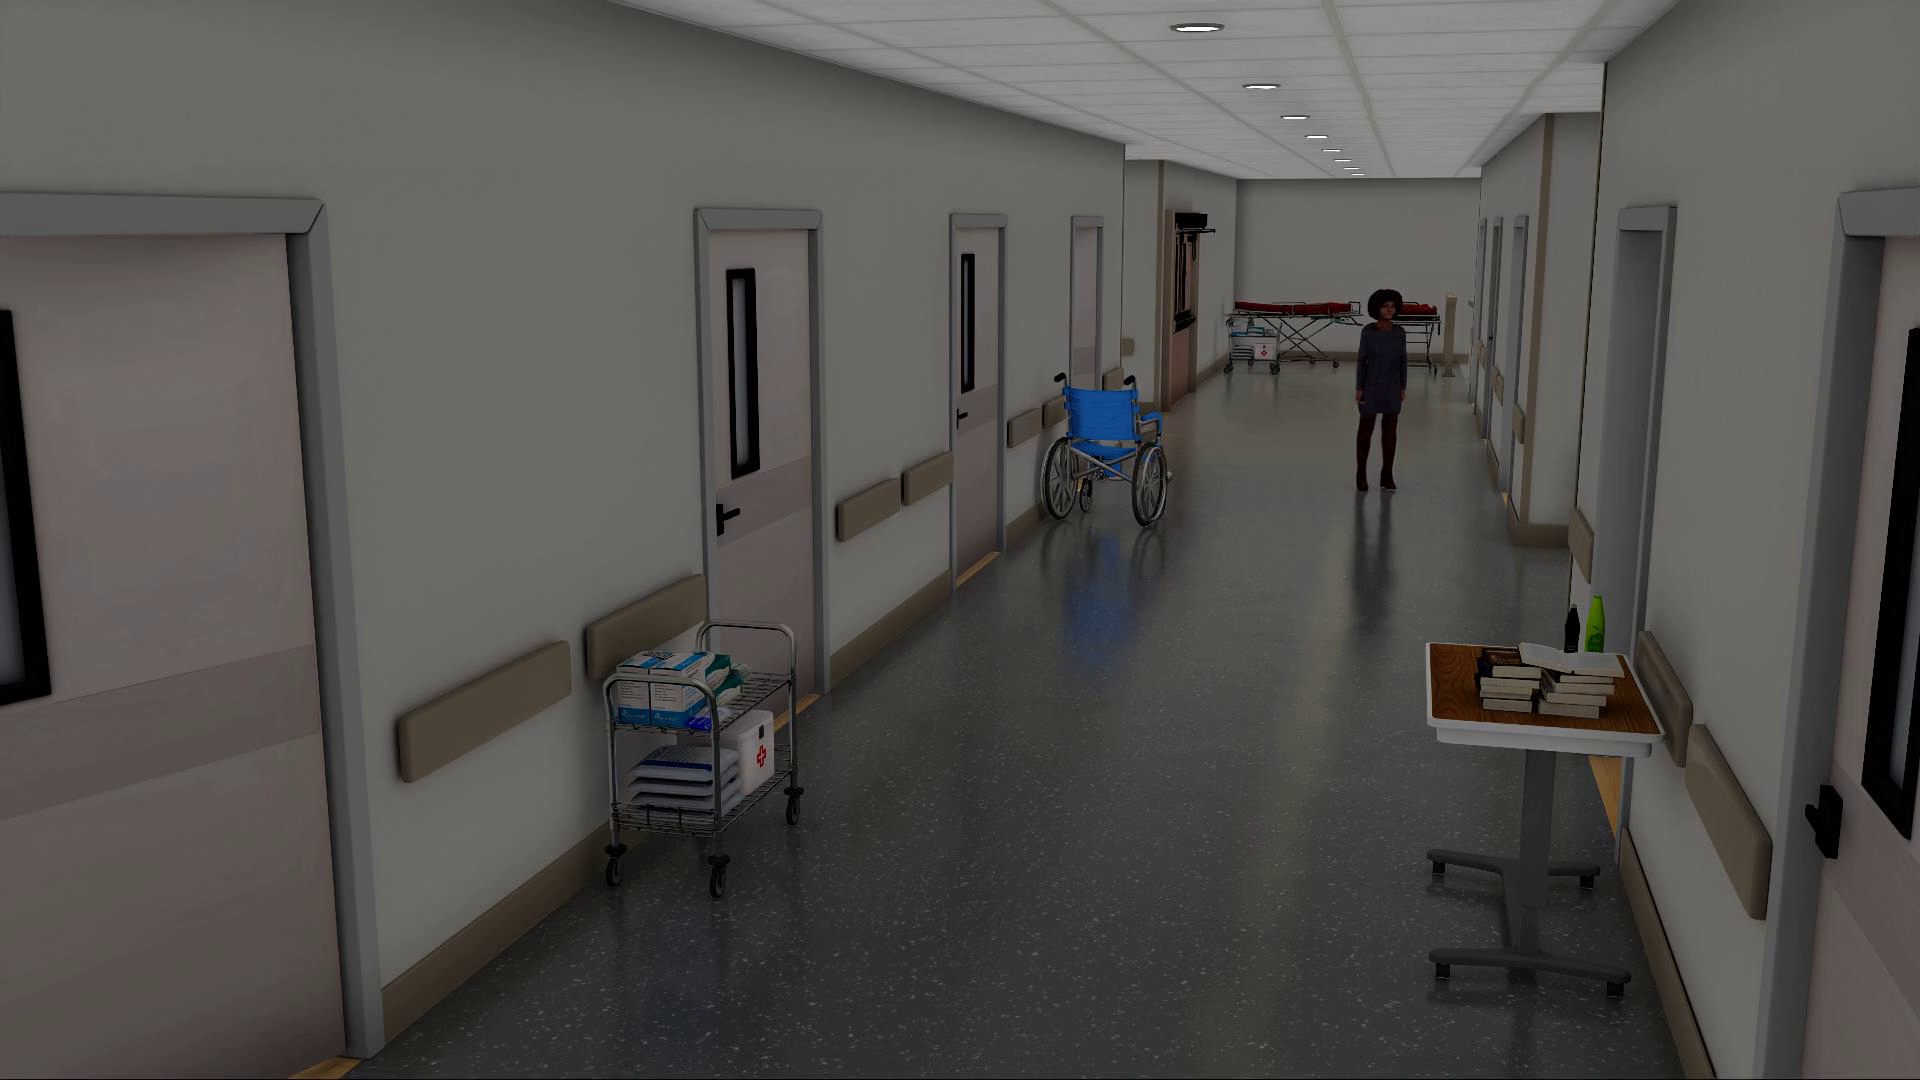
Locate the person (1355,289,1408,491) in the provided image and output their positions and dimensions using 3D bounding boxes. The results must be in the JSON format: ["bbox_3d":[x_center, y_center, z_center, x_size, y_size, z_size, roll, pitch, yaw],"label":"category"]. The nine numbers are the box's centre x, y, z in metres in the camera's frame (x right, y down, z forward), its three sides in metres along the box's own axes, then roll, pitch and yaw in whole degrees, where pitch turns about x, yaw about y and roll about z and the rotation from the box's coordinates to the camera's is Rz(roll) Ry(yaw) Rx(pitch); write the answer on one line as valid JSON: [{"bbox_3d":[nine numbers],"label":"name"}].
[{"bbox_3d":[3.583,-1.279,14.180,0.632,1.707,0.595,0,11,1],"label":"person"}]
